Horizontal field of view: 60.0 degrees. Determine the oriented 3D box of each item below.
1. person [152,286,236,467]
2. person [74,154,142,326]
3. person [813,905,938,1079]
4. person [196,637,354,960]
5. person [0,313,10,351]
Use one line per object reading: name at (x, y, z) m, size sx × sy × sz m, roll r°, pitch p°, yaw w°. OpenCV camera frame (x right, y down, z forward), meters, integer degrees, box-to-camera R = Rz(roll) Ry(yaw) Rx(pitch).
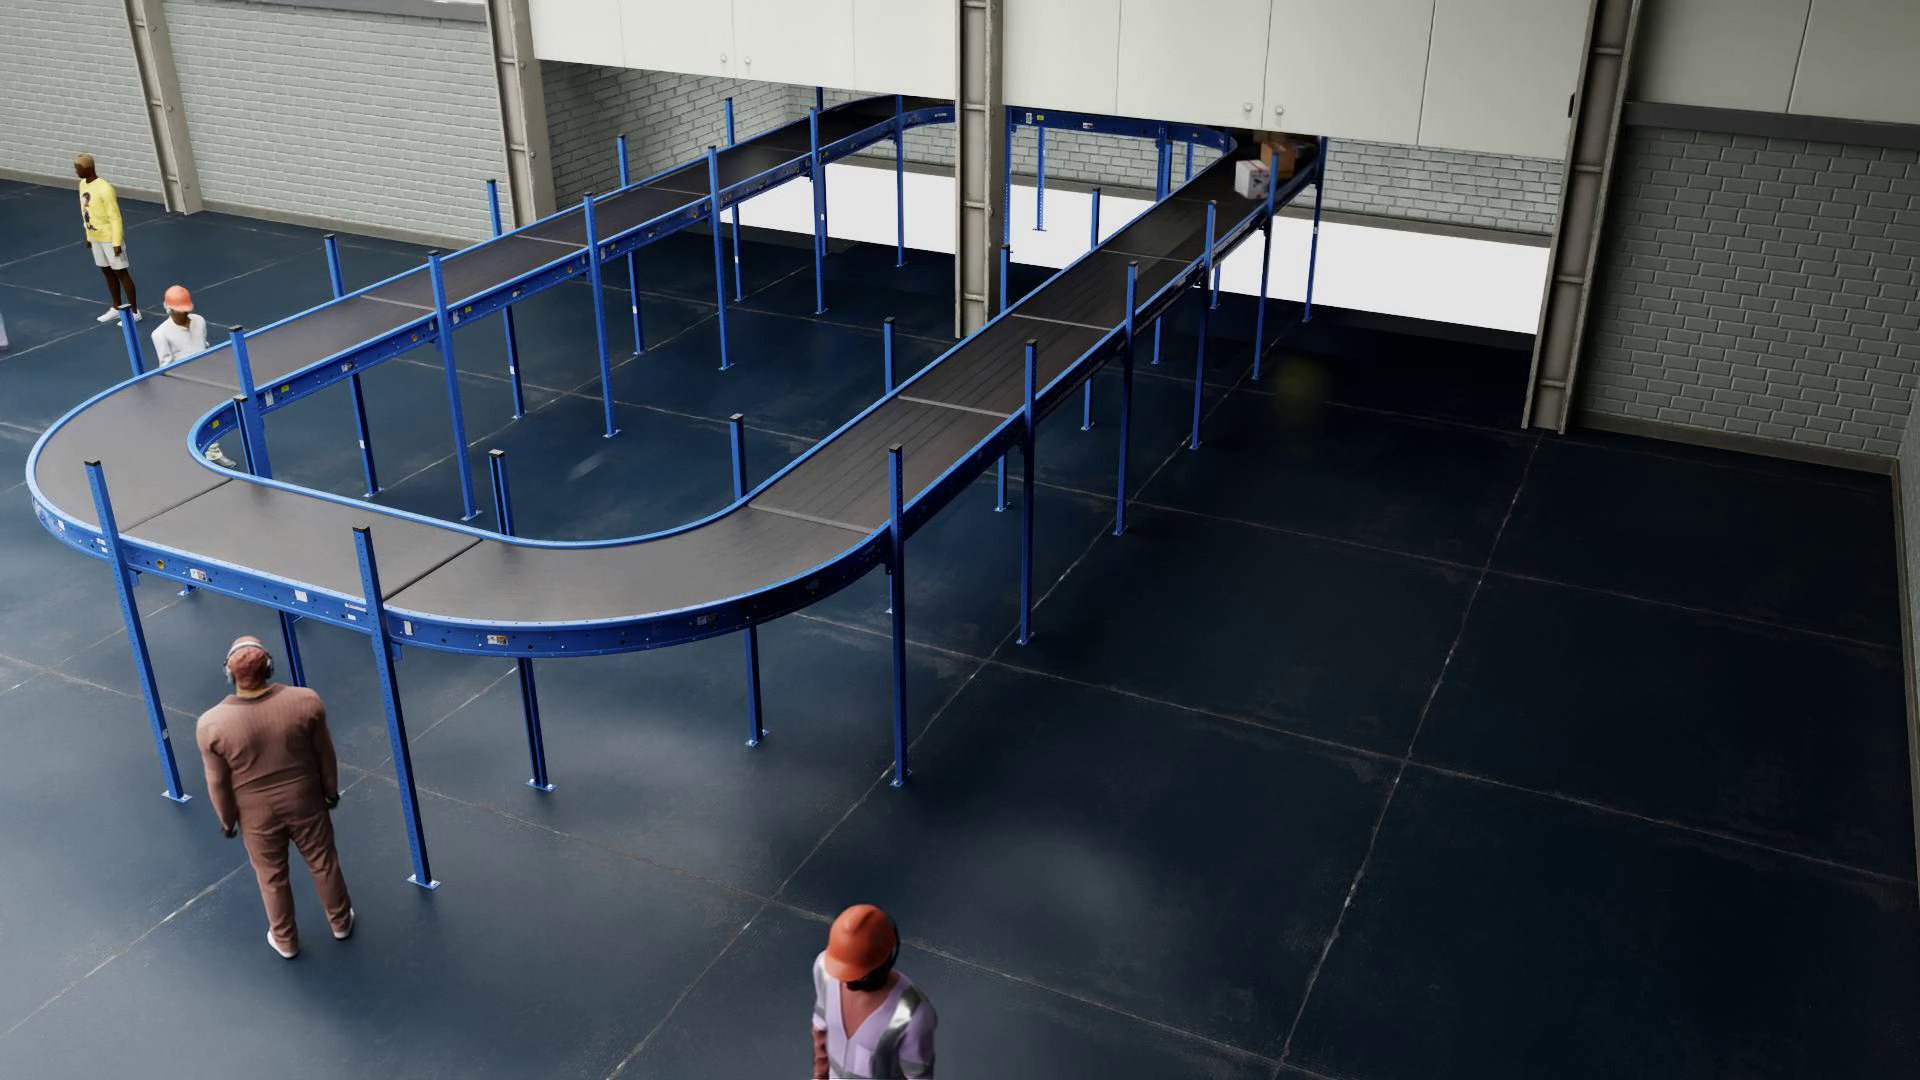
person at (-6.729, -1.395, 14.621) m, size 0.341 × 1.743 × 0.572 m, roll 9°, pitch 28°, yaw 18°
person at (-9.412, -3.313, 18.318) m, size 0.544 × 1.900 × 0.375 m, roll 15°, pitch 30°, yaw 28°
person at (-0.375, 2.317, 6.829) m, size 0.607 × 2.035 × 0.403 m, roll 21°, pitch 33°, yaw 36°
person at (-3.637, 1.374, 8.866) m, size 0.639 × 1.910 × 0.405 m, roll -14°, pitch 30°, yaw -26°
person at (-10.339, -2.813, 17.390) m, size 0.393 × 1.833 × 0.564 m, roll 3°, pitch 27°, yaw 7°
